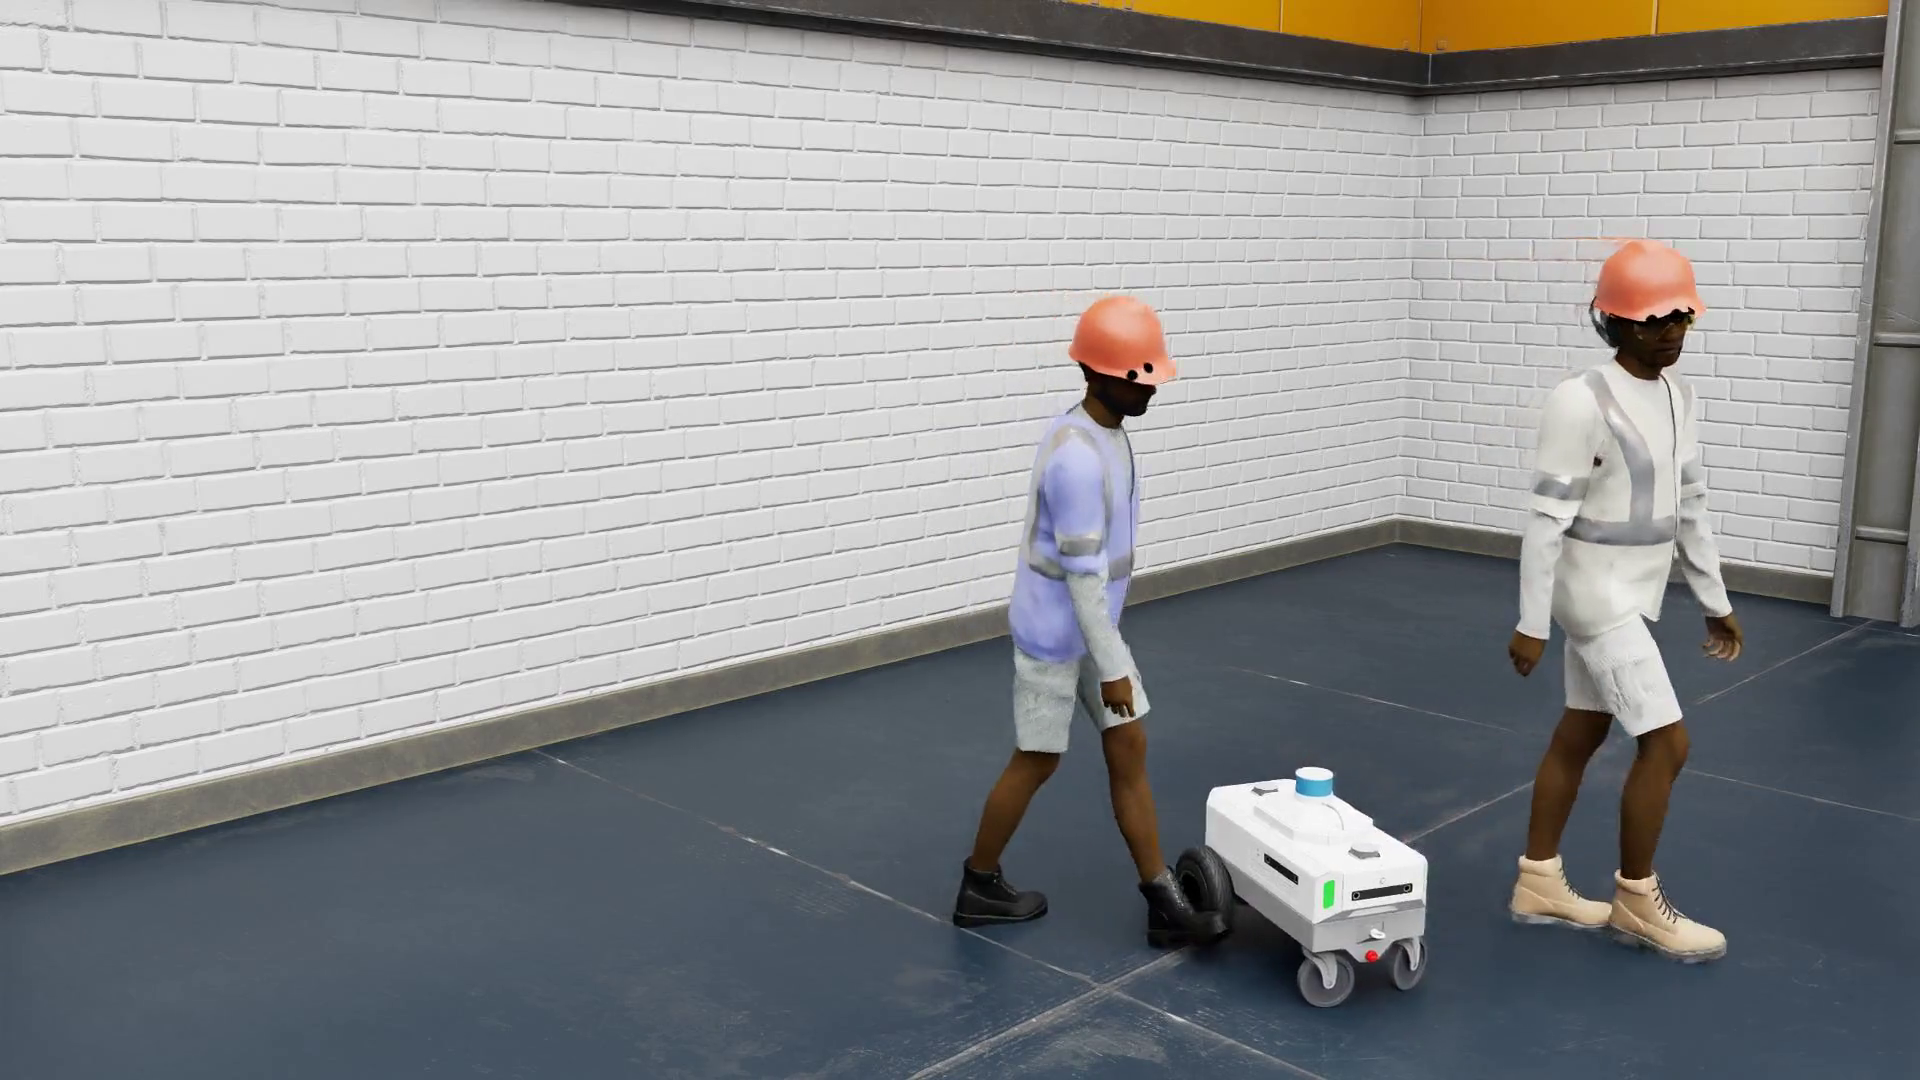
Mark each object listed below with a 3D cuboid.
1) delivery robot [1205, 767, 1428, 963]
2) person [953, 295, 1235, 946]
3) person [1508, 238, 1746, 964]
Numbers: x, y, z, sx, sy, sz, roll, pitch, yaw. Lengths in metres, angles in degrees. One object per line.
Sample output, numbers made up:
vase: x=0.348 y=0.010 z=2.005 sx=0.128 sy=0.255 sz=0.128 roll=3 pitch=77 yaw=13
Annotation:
delivery robot: x=0.970 y=0.872 z=4.588 sx=0.477 sy=0.478 sz=0.707 roll=-4 pitch=11 yaw=-19
person: x=0.356 y=0.254 z=4.648 sx=0.841 sy=1.865 sz=0.591 roll=4 pitch=11 yaw=22
person: x=1.895 y=0.187 z=4.621 sx=0.691 sy=2.007 sz=0.584 roll=6 pitch=12 yaw=31
